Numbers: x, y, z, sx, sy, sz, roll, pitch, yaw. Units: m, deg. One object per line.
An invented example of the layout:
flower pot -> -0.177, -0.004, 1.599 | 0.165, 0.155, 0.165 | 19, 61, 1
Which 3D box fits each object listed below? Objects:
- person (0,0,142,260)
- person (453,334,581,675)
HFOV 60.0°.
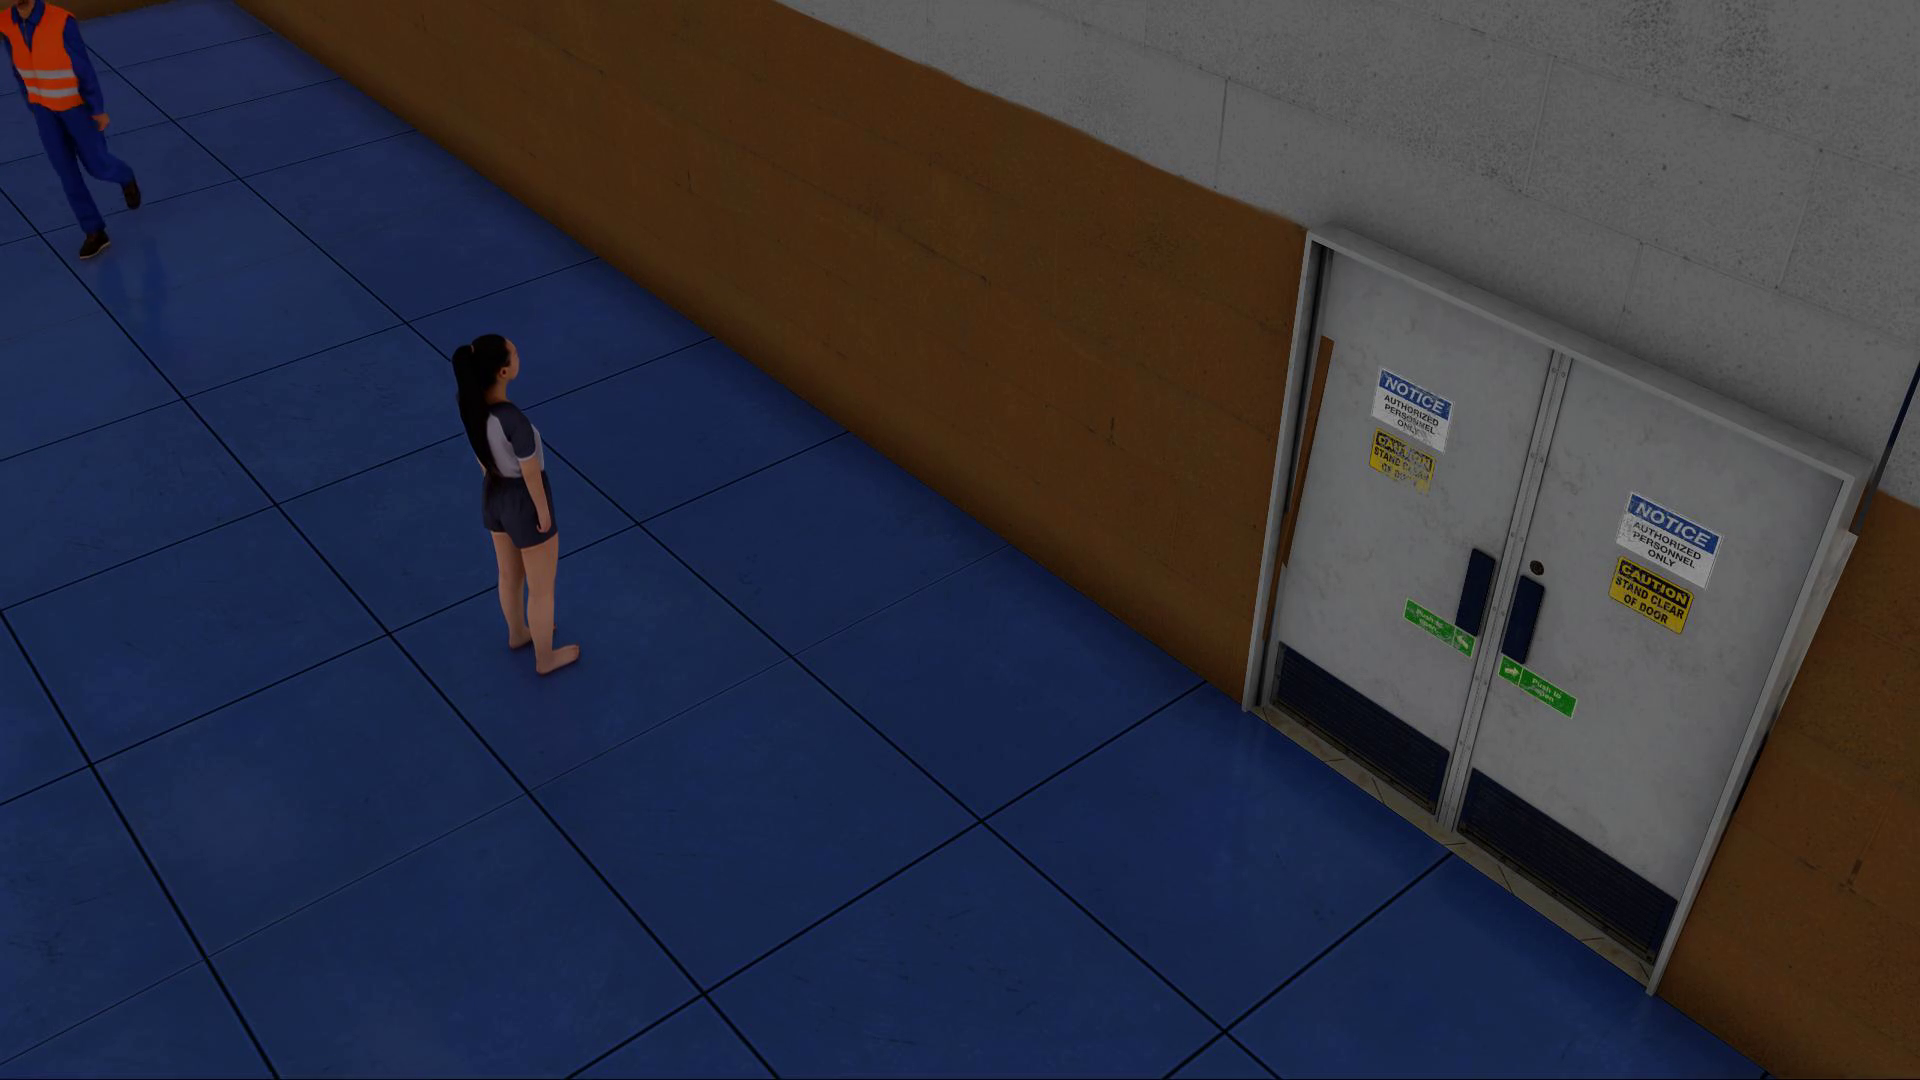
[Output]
person -> -5.532, -2.714, 10.349 | 1.040, 1.849, 1.072 | 0, 37, -1
person -> -1.906, -0.143, 7.092 | 0.624, 1.646, 0.569 | 26, 44, 30
